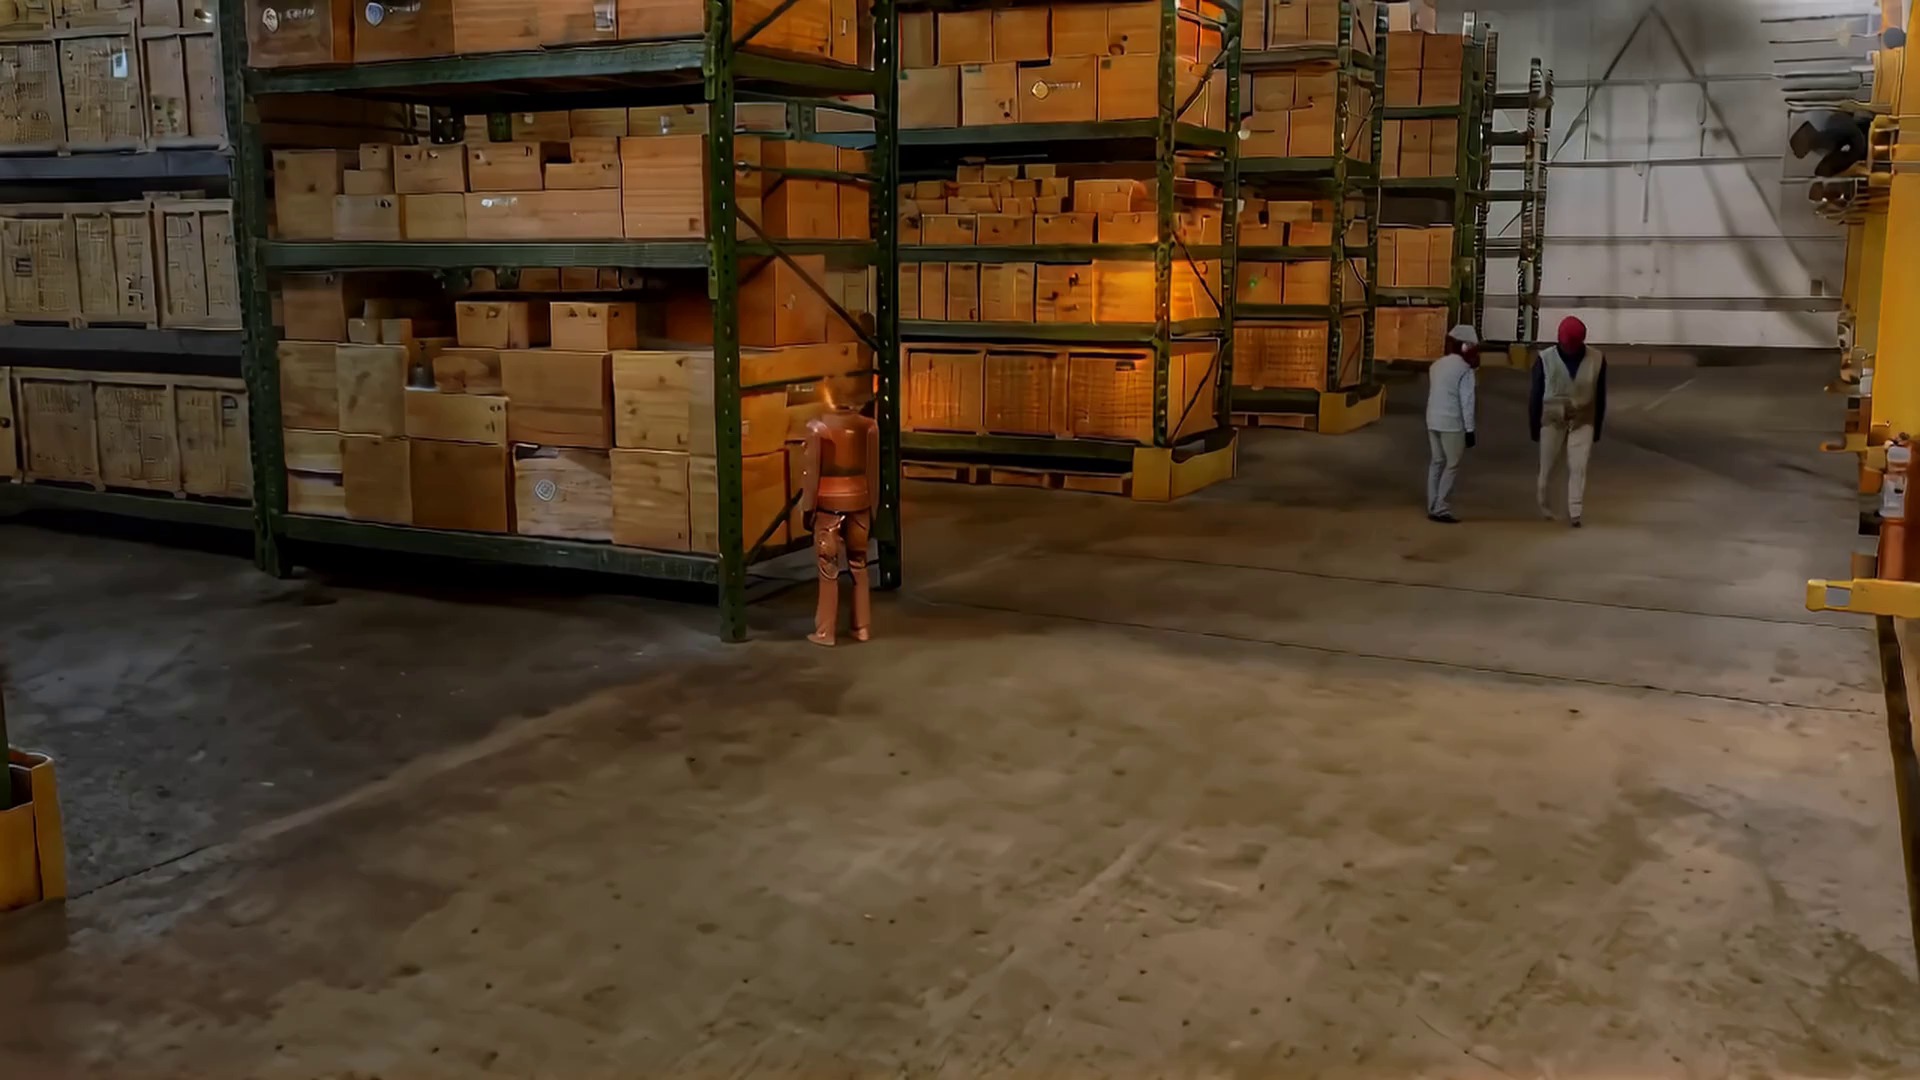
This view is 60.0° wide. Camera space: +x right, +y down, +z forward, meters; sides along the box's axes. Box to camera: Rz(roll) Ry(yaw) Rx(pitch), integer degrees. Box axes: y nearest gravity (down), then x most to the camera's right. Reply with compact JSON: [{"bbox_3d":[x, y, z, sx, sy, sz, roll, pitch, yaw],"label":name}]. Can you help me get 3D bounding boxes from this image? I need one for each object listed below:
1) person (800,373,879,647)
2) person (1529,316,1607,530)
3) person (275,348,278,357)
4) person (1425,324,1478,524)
[{"bbox_3d":[-0.702,-0.179,9.898,0.523,1.631,0.319,-6,12,-33],"label":"person"},{"bbox_3d":[5.230,-1.035,14.373,0.624,1.810,0.903,2,10,12],"label":"person"},{"bbox_3d":[-8.045,-1.987,19.525,0.383,1.930,0.540,-3,10,-16],"label":"person"},{"bbox_3d":[4.269,-1.001,14.398,0.406,1.725,0.584,-3,10,-18],"label":"person"}]
